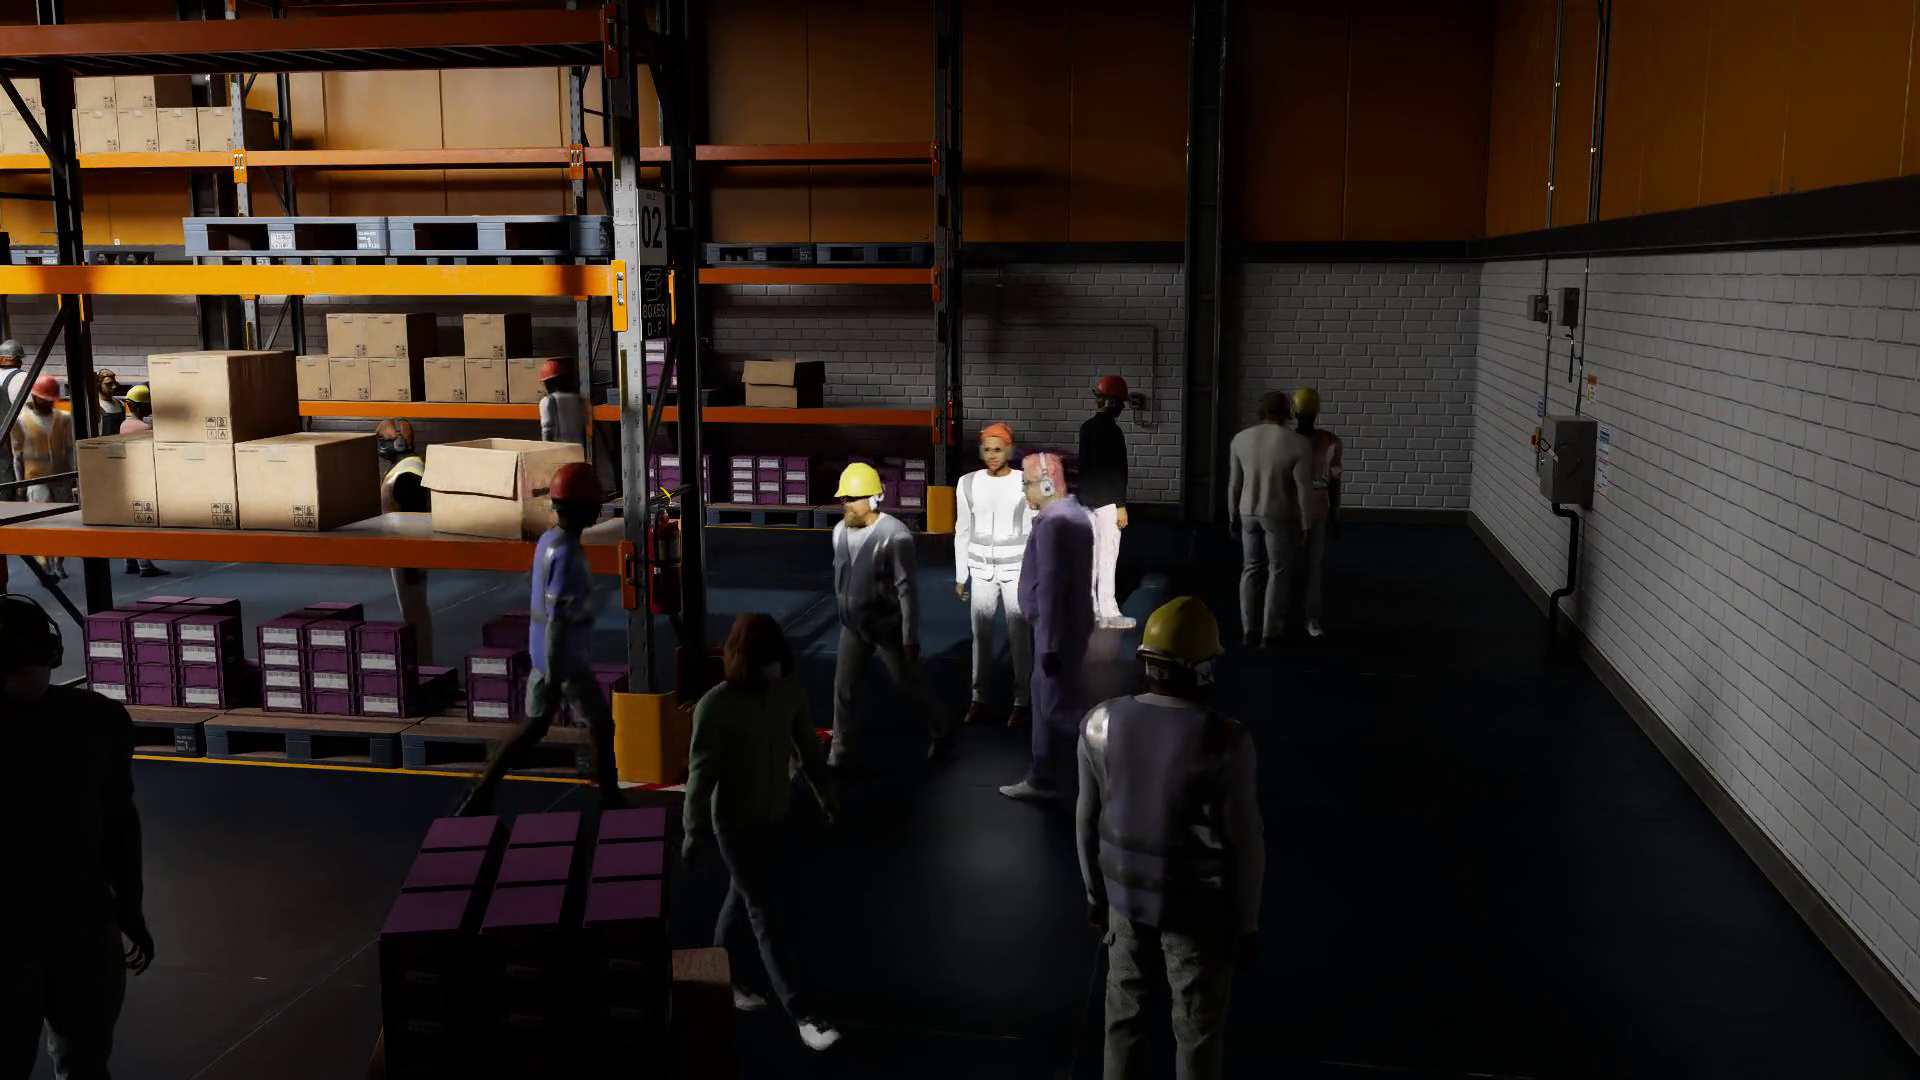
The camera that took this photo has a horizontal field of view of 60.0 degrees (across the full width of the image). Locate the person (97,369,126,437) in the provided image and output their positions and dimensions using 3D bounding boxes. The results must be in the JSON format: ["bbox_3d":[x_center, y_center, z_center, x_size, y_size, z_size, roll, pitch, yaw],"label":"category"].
[{"bbox_3d":[-8.407,-0.770,16.467,0.337,1.845,0.514,2,9,15],"label":"person"}]

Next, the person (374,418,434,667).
[{"bbox_3d":[-3.707,0.101,11.109,0.428,1.836,0.626,-3,10,-20],"label":"person"}]

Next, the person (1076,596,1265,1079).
[{"bbox_3d":[0.645,1.076,5.052,0.597,1.831,0.403,6,11,33],"label":"person"}]

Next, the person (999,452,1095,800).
[{"bbox_3d":[0.606,0.482,8.625,0.791,1.873,0.681,2,9,13],"label":"person"}]

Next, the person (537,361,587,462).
[{"bbox_3d":[-3.963,-0.847,16.725,0.616,1.907,0.455,-9,13,-44],"label":"person"}]

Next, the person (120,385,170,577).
[{"bbox_3d":[-7.532,-0.542,15.337,0.522,1.758,0.350,7,12,38],"label":"person"}]

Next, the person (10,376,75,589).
[{"bbox_3d":[-8.117,-0.525,14.851,0.545,1.868,0.953,-8,12,-39],"label":"person"}]

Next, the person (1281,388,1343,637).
[{"bbox_3d":[2.622,-0.207,12.727,0.594,1.922,0.386,1,9,4],"label":"person"}]

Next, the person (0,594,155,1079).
[{"bbox_3d":[-2.536,1.100,4.577,0.372,1.940,0.629,7,11,35],"label":"person"}]

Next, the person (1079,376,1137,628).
[{"bbox_3d":[1.159,-0.300,13.121,0.393,1.985,0.611,-4,10,-23],"label":"person"}]

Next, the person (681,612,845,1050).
[{"bbox_3d":[-0.678,1.034,6.040,0.822,1.578,0.617,7,12,38],"label":"person"}]

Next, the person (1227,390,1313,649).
[{"bbox_3d":[2.308,-0.152,12.408,0.663,1.918,0.423,6,11,33],"label":"person"}]

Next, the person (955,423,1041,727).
[{"bbox_3d":[0.245,0.214,10.271,0.580,1.878,0.344,3,10,18],"label":"person"}]

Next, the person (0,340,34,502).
[{"bbox_3d":[-10.663,-1.254,18.867,0.684,2.000,0.538,1,9,5],"label":"person"}]

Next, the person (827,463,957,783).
[{"bbox_3d":[-0.393,0.432,9.226,0.604,1.787,0.945,8,12,41],"label":"person"}]

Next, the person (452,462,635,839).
[{"bbox_3d":[-2.017,0.561,8.126,1.011,1.891,0.574,-4,10,-22],"label":"person"}]
